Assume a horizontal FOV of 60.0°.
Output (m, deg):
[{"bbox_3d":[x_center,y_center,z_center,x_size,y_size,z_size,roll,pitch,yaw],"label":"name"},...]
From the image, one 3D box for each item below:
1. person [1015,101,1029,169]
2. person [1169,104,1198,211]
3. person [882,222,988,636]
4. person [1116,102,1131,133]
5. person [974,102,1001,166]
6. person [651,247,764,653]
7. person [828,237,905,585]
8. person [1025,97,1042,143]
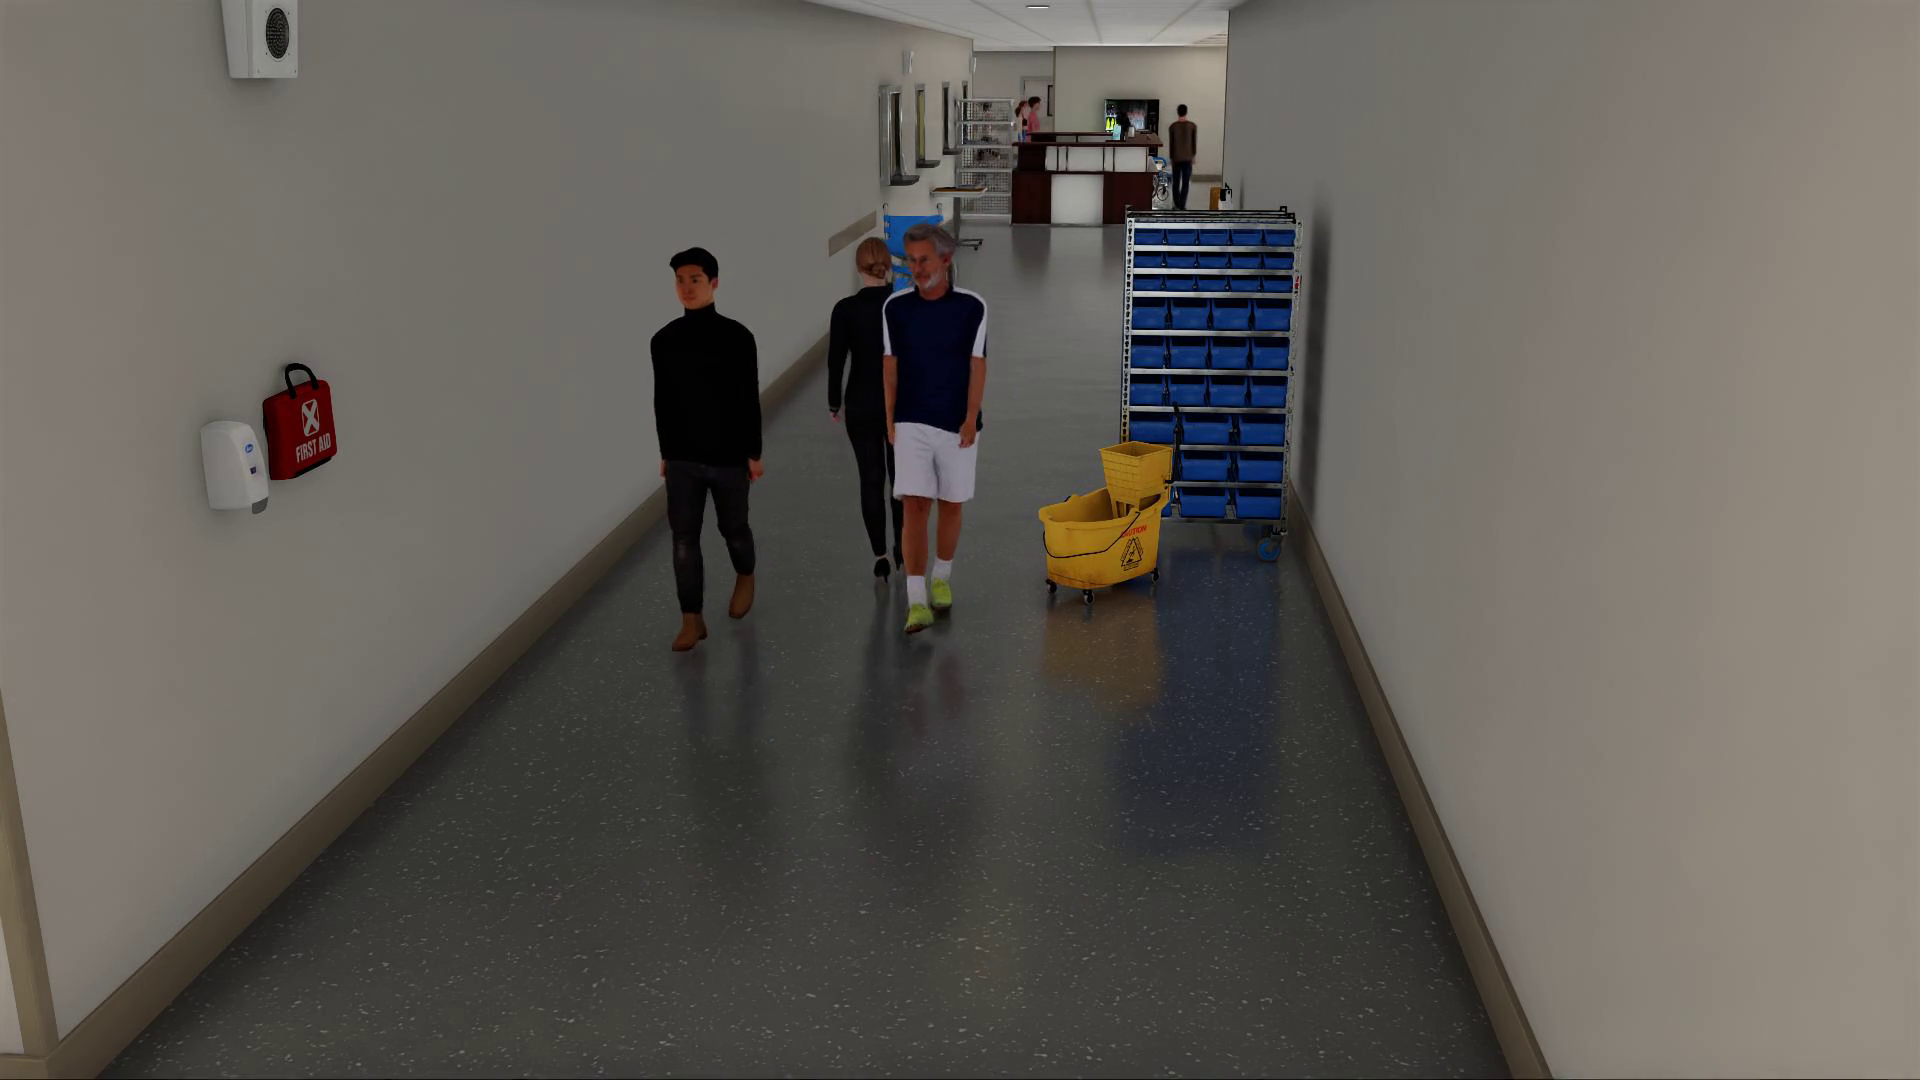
[{"bbox_3d":[1.458,-9.229,38.428,0.630,1.785,0.622,5,16,16],"label":"person"},{"bbox_3d":[3.958,-6.749,29.524,1.154,1.844,0.824,3,16,12],"label":"person"},{"bbox_3d":[-0.097,-0.521,7.525,0.931,1.794,0.714,1,16,2],"label":"person"},{"bbox_3d":[3.510,-8.374,35.352,0.945,1.809,0.830,7,17,24],"label":"person"},{"bbox_3d":[0.717,-10.833,44.344,1.034,1.664,0.704,3,16,10],"label":"person"},{"bbox_3d":[-1.079,-0.415,7.309,1.004,1.706,0.759,2,16,9],"label":"person"},{"bbox_3d":[-0.379,-0.593,8.003,0.597,1.674,0.742,-1,16,-3],"label":"person"},{"bbox_3d":[1.353,-7.884,33.439,1.227,1.903,0.656,1,16,4],"label":"person"}]
